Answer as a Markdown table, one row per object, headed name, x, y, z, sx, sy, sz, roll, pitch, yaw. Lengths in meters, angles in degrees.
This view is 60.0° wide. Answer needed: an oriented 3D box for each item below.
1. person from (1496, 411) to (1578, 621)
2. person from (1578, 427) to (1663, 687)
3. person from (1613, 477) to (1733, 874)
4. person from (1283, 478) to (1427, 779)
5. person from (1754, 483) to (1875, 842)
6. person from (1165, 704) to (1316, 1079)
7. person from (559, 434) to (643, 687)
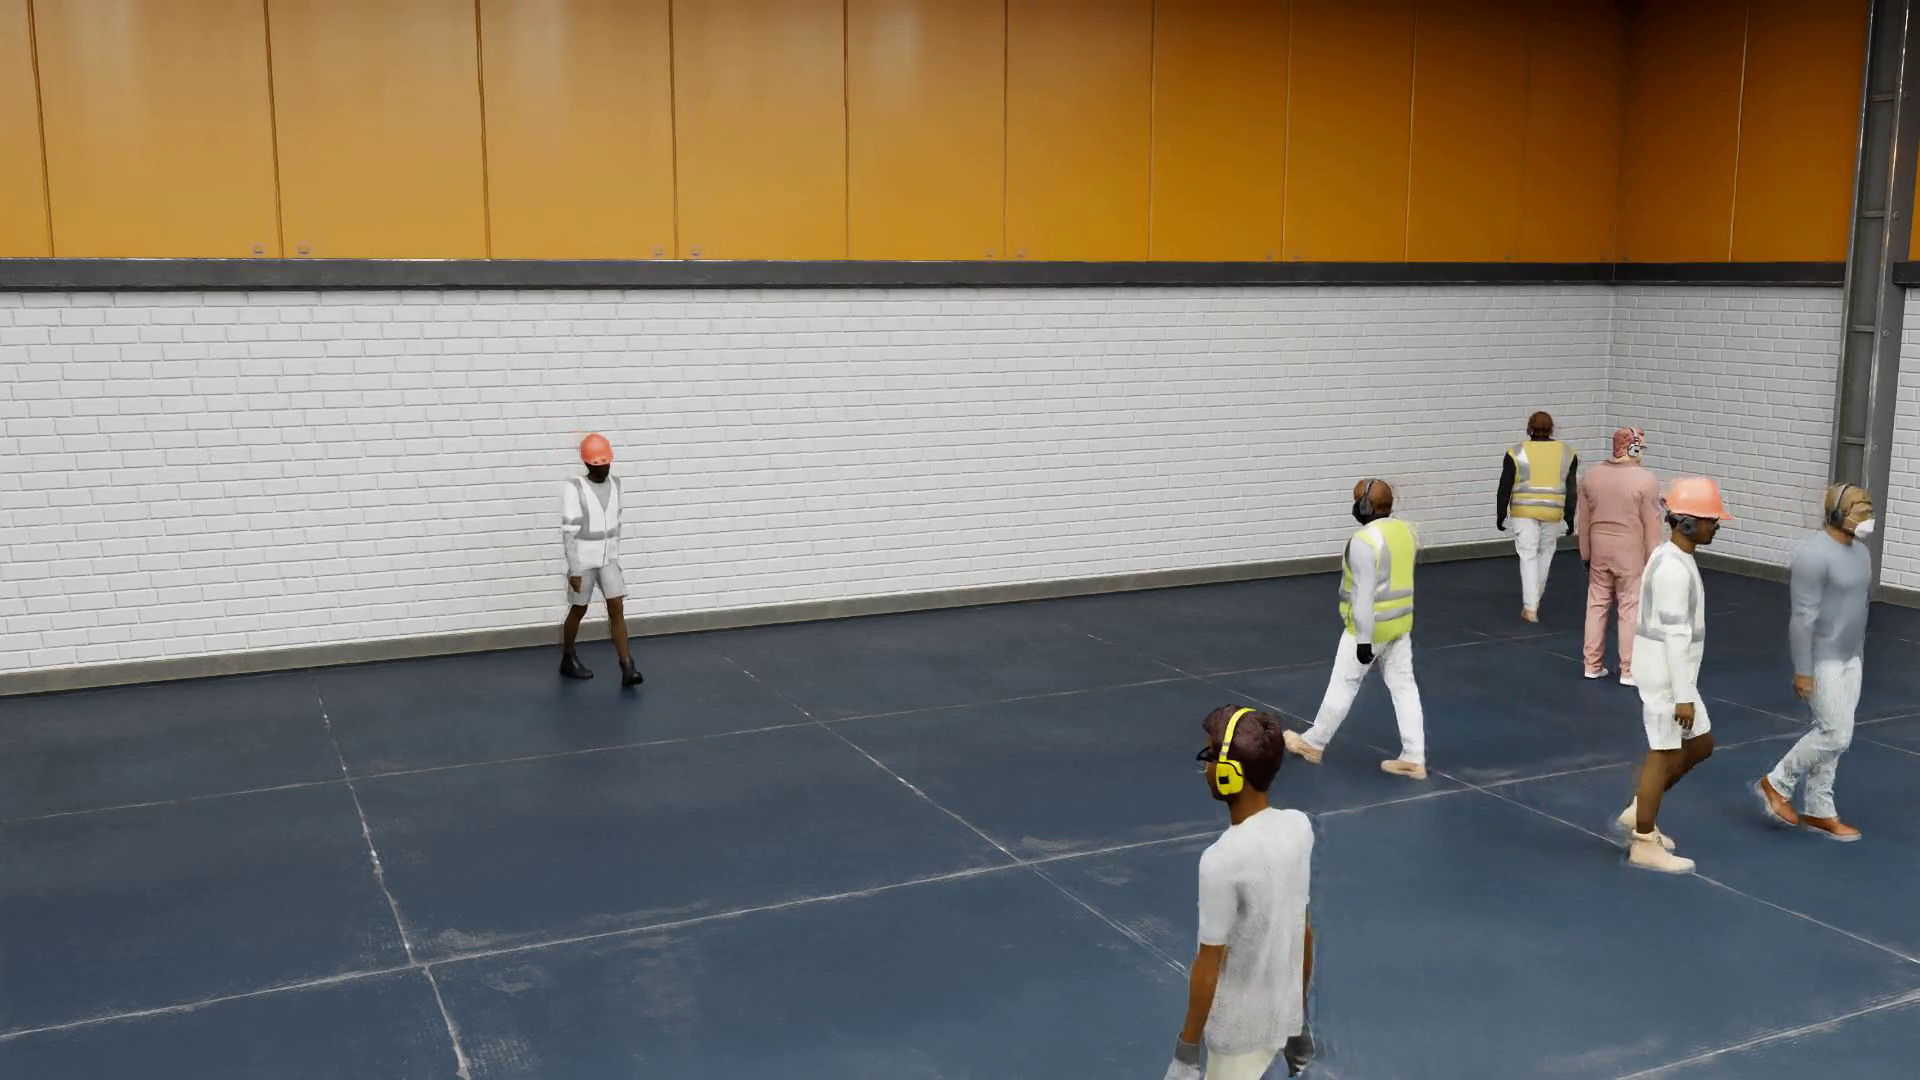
| name | x | y | z | sx | sy | sz | roll | pitch | yaw |
| --- | --- | --- | --- | --- | --- | --- | --- | --- | --- |
| person | 5.056 | -0.234 | 14.716 | 0.654 | 1.811 | 0.848 | 0 | 9 | 3 |
| person | 4.874 | 0.121 | 12.249 | 0.403 | 1.904 | 0.637 | -7 | 11 | -36 |
| person | 3.602 | 0.689 | 8.364 | 0.422 | 2.029 | 0.613 | 5 | 10 | 27 |
| person | 2.458 | 0.520 | 10.110 | 0.649 | 1.791 | 0.945 | -9 | 13 | -44 |
| person | 4.641 | 0.652 | 8.860 | 0.649 | 1.929 | 0.443 | -7 | 12 | -38 |
| person | 0.750 | 1.372 | 4.645 | 0.381 | 1.858 | 0.519 | 6 | 11 | 34 |
| person | -2.639 | 0.150 | 12.136 | 0.995 | 1.865 | 0.590 | 8 | 12 | 42 |
